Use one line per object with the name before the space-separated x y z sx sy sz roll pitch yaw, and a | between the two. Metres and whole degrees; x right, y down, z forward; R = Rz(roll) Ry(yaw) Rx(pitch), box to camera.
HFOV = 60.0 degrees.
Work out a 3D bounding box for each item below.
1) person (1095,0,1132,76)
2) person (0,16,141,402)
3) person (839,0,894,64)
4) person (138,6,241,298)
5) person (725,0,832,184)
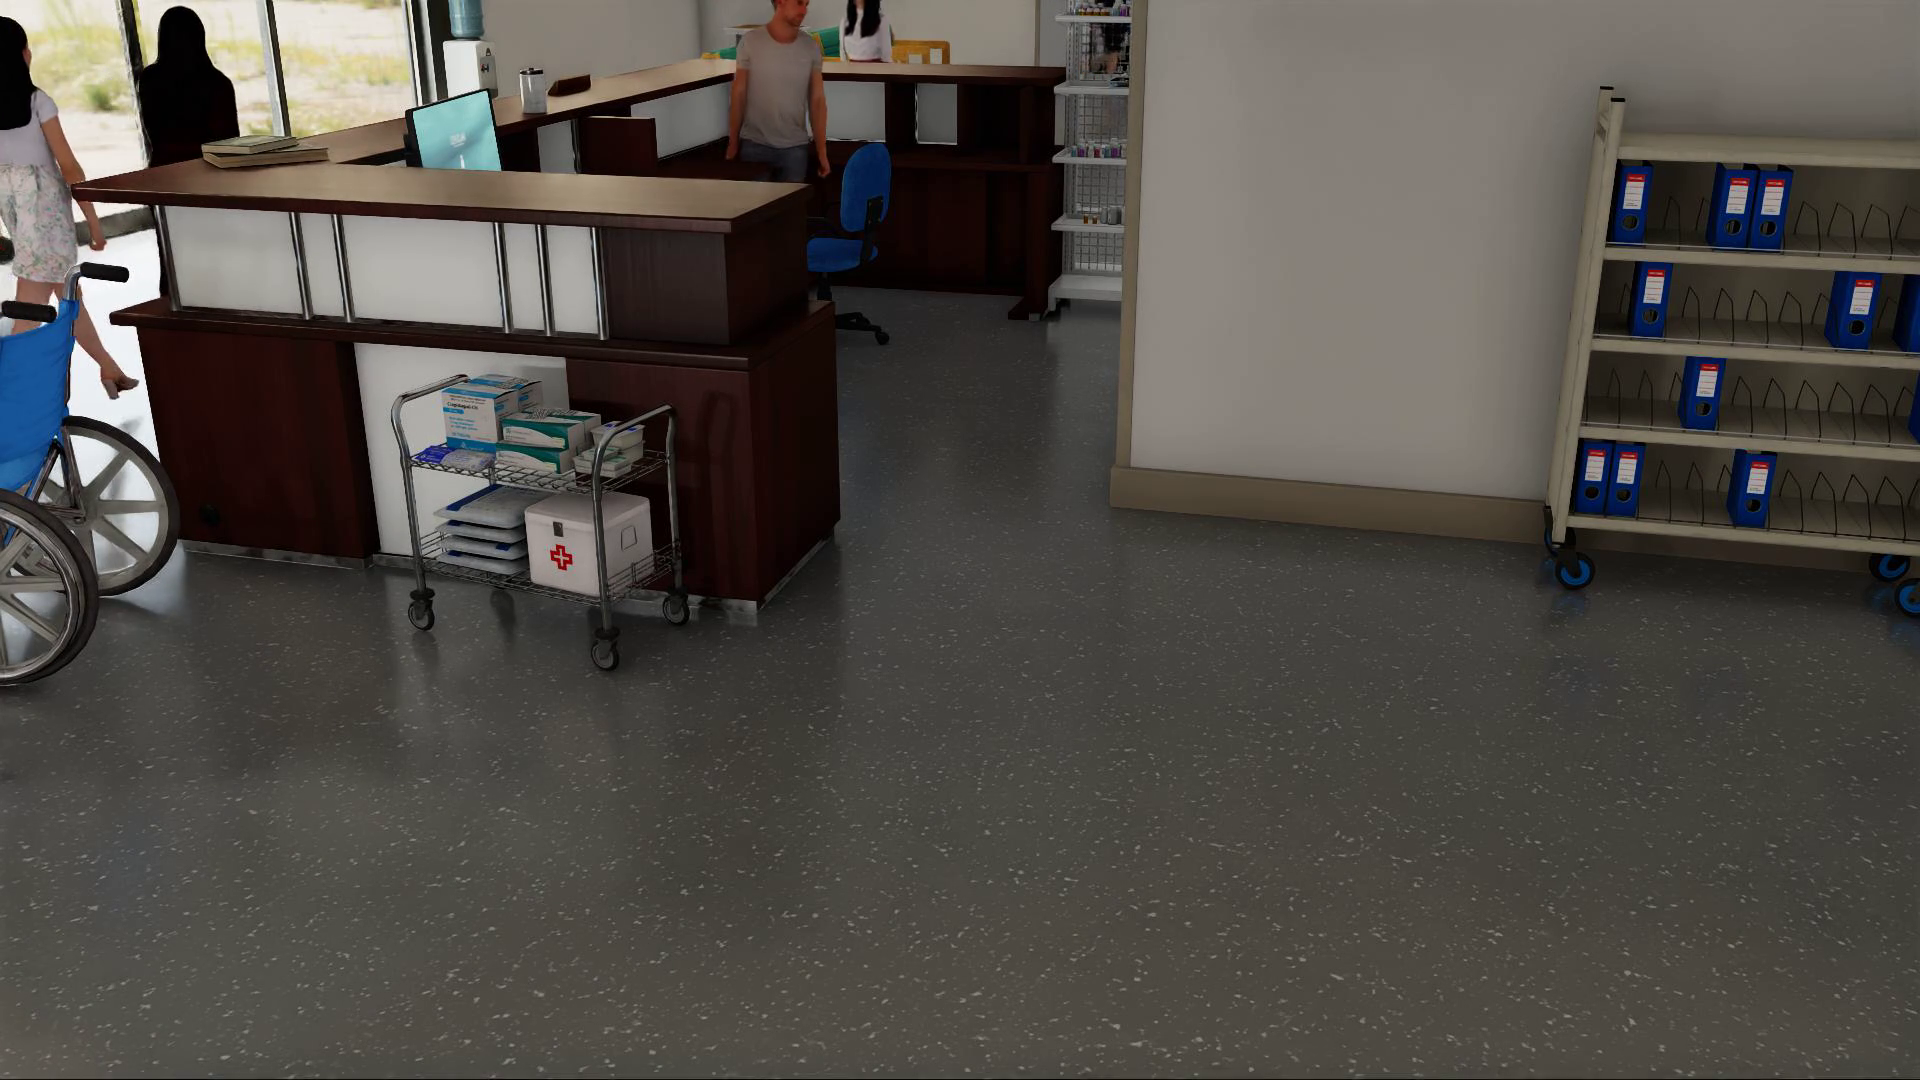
person | 1.931 -6.458 20.912 1.017 1.627 0.819 7 22 18
person | -3.967 -1.259 7.060 1.179 1.716 0.772 3 21 8
person | -0.684 -3.437 12.781 0.853 1.736 0.740 9 22 22
person | -3.796 -1.686 8.193 1.089 1.711 0.903 0 21 1
person | -1.079 -2.204 9.362 0.786 1.852 0.909 -2 21 -5
